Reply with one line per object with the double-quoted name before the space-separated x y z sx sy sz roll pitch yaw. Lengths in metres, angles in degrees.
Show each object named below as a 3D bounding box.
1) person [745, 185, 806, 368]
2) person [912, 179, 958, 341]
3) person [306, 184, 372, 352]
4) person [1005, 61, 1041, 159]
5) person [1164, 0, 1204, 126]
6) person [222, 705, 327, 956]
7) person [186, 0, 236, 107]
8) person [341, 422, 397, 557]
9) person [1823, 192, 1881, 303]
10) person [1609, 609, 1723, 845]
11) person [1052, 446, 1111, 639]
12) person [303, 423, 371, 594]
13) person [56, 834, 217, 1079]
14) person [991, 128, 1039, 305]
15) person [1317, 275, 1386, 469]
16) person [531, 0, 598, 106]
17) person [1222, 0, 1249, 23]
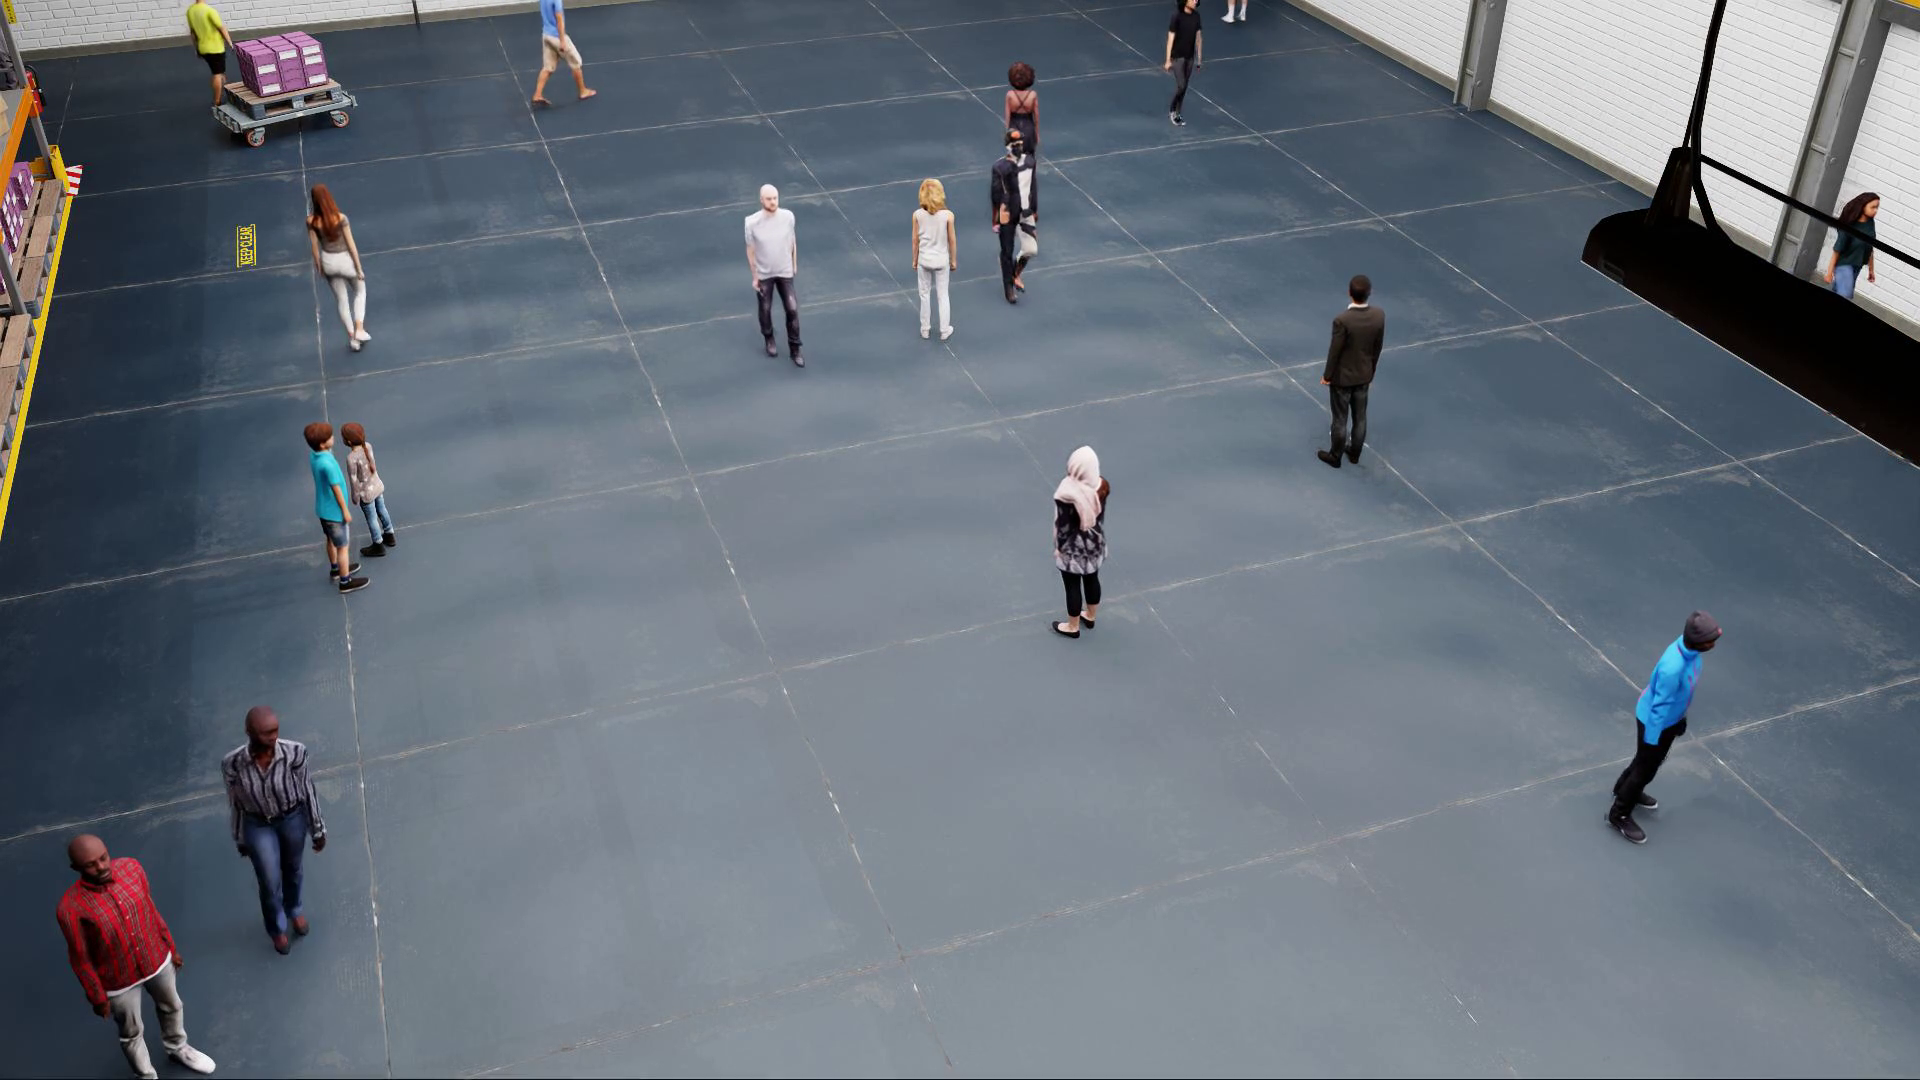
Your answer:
"person" -1.852 -2.652 16.322 0.685 1.808 0.928 -8 34 -11
"person" -0.272 -2.818 16.696 0.683 1.671 0.686 3 34 5
"person" -6.132 -2.650 16.402 0.685 1.716 0.654 -3 34 -5
"person" 0.716 -4.636 19.349 0.822 1.763 1.127 0 34 0
"person" 2.894 -6.417 21.970 0.722 1.826 0.679 -19 38 -26
"person" -4.072 1.689 9.829 0.719 1.766 0.703 -9 35 -14
"person" -10.121 -6.595 22.375 0.974 1.674 1.066 12 35 17
"person" -4.813 -0.425 13.527 0.608 1.193 0.527 8 35 12
"person" 8.827 -2.724 16.637 0.674 1.579 0.995 -16 37 -22
"person" 4.468 1.133 10.645 0.788 1.788 0.774 25 41 32
"person" 0.909 0.008 12.473 0.716 1.638 0.734 -25 41 -33
"person" -4.950 -0.274 13.070 0.626 1.447 0.501 -22 39 -29
"person" -4.453 2.266 8.913 0.771 1.819 0.750 21 39 28
"person" 0.535 -3.422 17.410 0.723 1.885 0.687 -14 36 -20
"person" 3.435 -1.470 14.549 0.678 1.802 0.531 -11 35 -16
"person" -5.552 -6.782 22.510 1.218 1.837 1.107 24 40 31
"person" 4.348 -9.021 25.846 0.668 1.872 0.551 -9 35 -13
